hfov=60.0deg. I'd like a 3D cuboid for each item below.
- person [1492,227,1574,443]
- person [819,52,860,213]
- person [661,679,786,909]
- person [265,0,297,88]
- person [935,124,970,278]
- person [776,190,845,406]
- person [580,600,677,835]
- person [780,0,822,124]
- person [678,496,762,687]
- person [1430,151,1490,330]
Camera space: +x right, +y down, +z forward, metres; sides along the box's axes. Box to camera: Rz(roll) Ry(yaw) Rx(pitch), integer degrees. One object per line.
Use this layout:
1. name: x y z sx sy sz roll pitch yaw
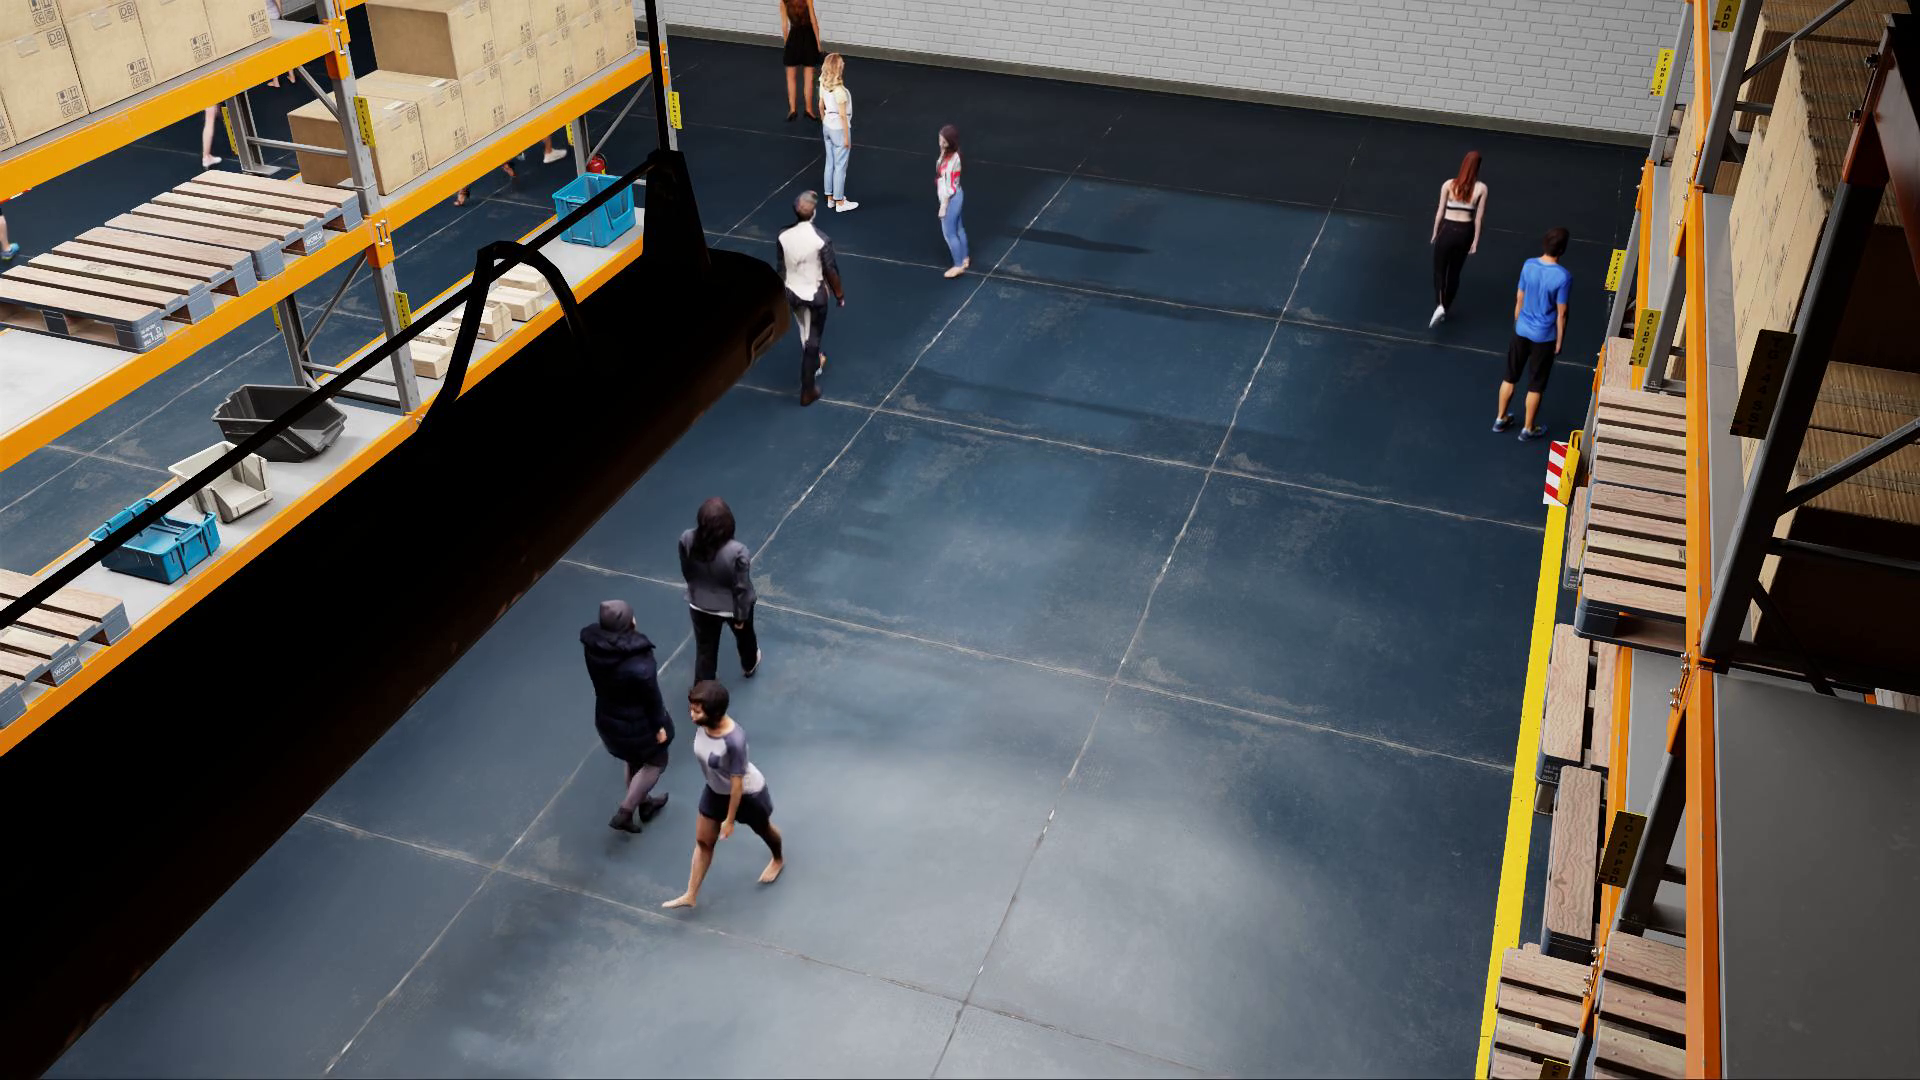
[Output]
1. person: 4.776 -1.711 13.821 0.694 1.869 0.692 -28 43 -36
2. person: -1.344 -4.425 18.037 0.724 1.722 0.711 -23 40 -30
3. person: -1.230 1.395 9.467 0.836 1.515 1.108 24 41 32
4. person: -8.987 -6.756 21.559 0.726 1.705 0.587 28 42 35
5. person: -0.041 -3.422 16.641 0.863 1.596 0.620 8 34 12
6. person: -1.352 -2.049 14.333 0.736 1.865 1.001 13 36 19
7. person: -1.981 1.087 9.794 0.757 1.666 0.846 20 38 27
8. person: -1.896 -5.991 20.308 0.734 1.817 0.686 10 35 14
9. person: -1.599 0.457 10.838 0.767 1.560 1.124 6 34 10
10. person: 4.614 -2.765 15.536 0.641 1.726 0.990 9 35 13
